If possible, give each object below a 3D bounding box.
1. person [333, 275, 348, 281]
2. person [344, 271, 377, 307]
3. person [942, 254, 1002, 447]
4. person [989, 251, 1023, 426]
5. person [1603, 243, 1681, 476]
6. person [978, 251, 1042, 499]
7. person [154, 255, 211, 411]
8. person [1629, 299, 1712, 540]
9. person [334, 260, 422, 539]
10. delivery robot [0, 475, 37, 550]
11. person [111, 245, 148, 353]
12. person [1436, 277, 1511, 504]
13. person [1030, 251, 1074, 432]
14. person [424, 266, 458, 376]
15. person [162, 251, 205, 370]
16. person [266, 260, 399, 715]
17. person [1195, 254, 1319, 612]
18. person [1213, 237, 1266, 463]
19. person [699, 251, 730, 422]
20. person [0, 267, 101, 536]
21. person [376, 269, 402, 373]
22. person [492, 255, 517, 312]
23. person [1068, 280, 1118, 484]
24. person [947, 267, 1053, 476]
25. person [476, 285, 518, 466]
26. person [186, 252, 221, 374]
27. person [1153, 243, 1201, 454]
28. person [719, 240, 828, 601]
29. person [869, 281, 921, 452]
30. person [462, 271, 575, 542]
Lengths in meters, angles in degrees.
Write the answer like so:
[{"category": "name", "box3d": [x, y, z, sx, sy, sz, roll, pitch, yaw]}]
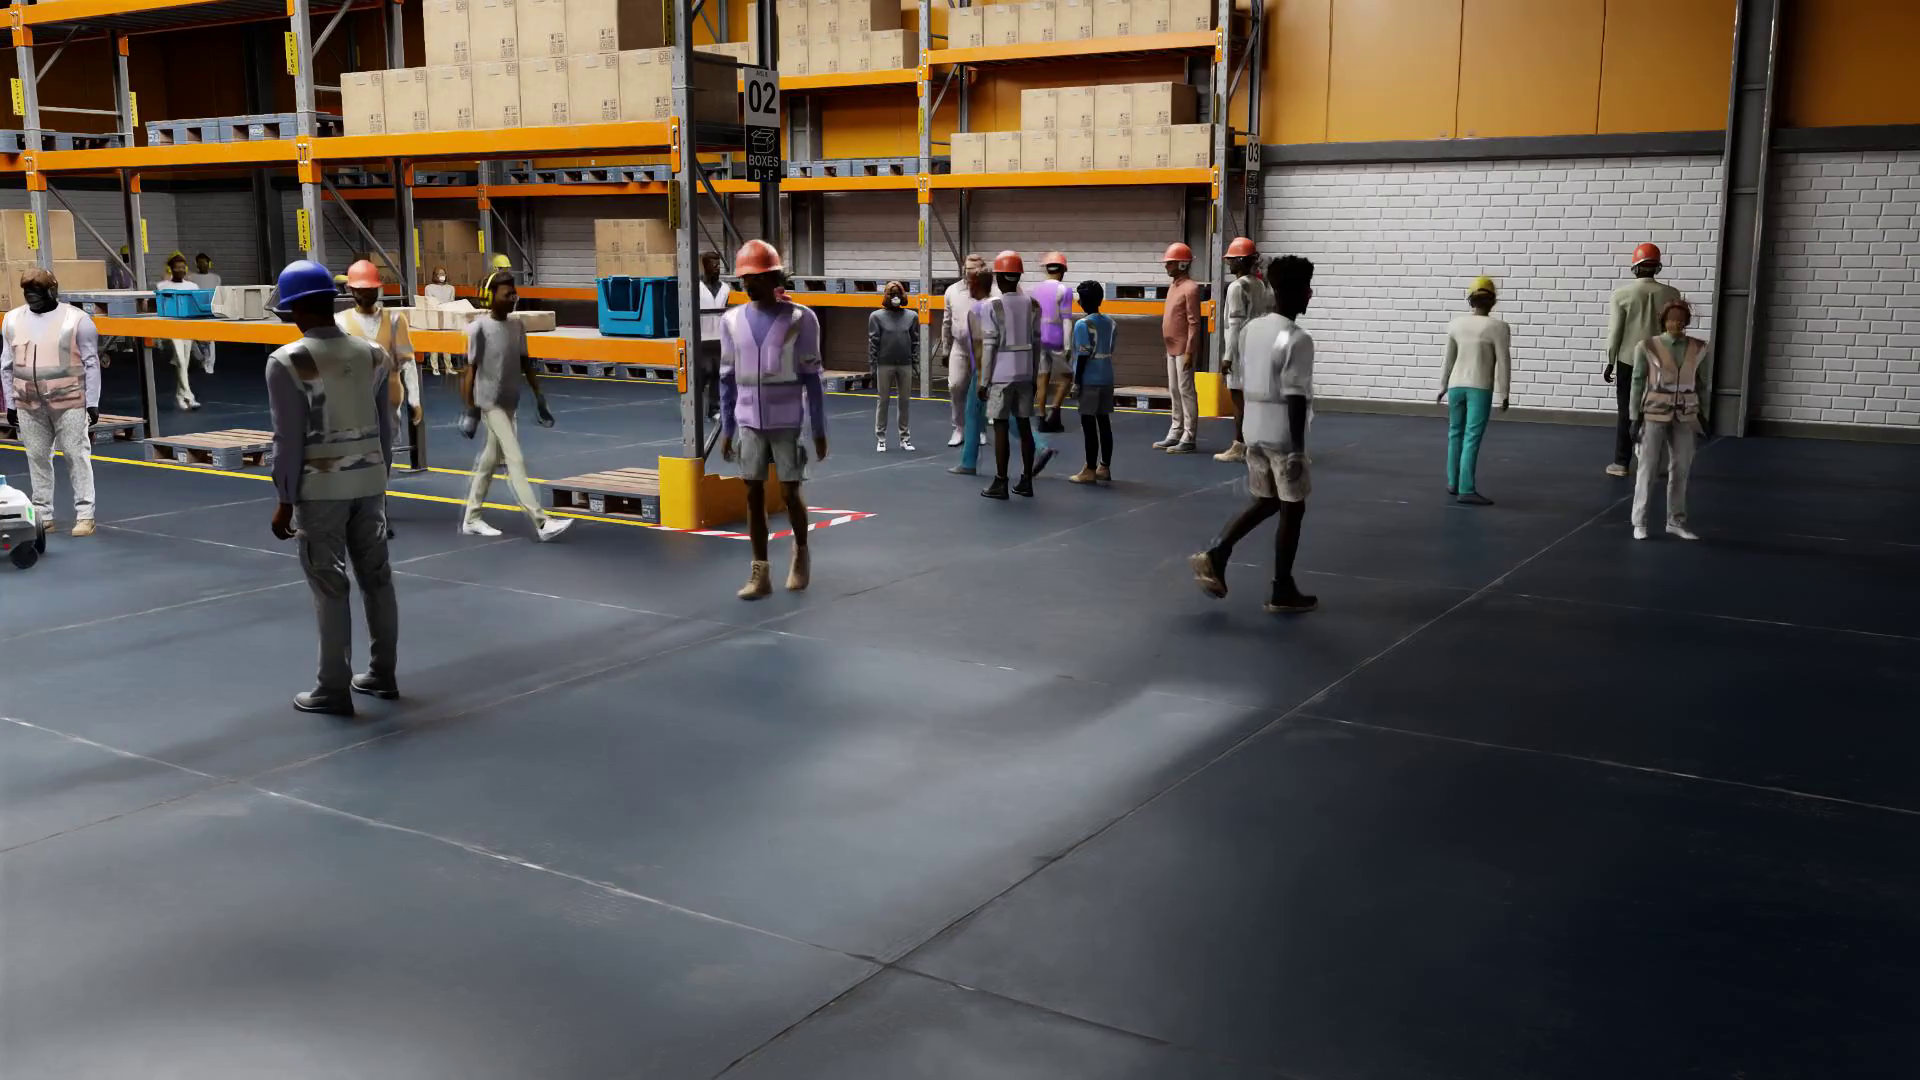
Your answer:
[{"category": "person", "box3d": [-5.701, -1.643, 15.701, 0.348, 1.694, 0.716, -6, 12, -32]}, {"category": "person", "box3d": [-6.790, -2.199, 18.793, 0.321, 1.689, 0.530, 5, 11, 24]}, {"category": "person", "box3d": [0.111, -1.844, 16.277, 0.678, 1.885, 0.654, 2, 11, 14]}, {"category": "person", "box3d": [0.514, -2.196, 18.169, 0.399, 1.908, 0.643, 5, 12, 28]}, {"category": "person", "box3d": [5.840, -1.540, 14.288, 0.612, 1.995, 0.393, 0, 10, 2]}, {"category": "person", "box3d": [0.377, -1.285, 13.039, 0.542, 1.938, 0.358, -6, 12, -31]}, {"category": "person", "box3d": [-9.139, -2.427, 19.641, 0.887, 1.833, 0.560, 9, 13, 39]}, {"category": "person", "box3d": [4.799, -0.796, 11.244, 0.567, 1.639, 0.310, 0, 10, 0]}, {"category": "person", "box3d": [-4.069, -0.991, 11.558, 0.565, 1.893, 0.987, -6, 12, -29]}, {"category": "delivery robot", "box3d": [-5.999, -0.163, 10.390, 0.477, 0.478, 0.707, -7, 12, -33]}, {"category": "person", "box3d": [-14.928, -4.330, 29.939, 0.588, 1.927, 0.370, -10, 14, -43]}, {"category": "person", "box3d": [3.998, -1.165, 12.950, 0.581, 1.731, 0.611, -9, 14, -42]}, {"category": "person", "box3d": [0.982, -2.081, 17.543, 0.559, 1.902, 0.447, 8, 13, 37]}, {"category": "person", "box3d": [-7.786, -3.292, 25.000, 0.280, 1.634, 0.498, 10, 14, 43]}, {"category": "person", "box3d": [-12.161, -3.590, 26.095, 1.009, 1.847, 0.628, 6, 12, 29]}, {"category": "person", "box3d": [-2.695, -0.221, 7.140, 0.410, 1.937, 0.603, 6, 12, 30]}, {"category": "person", "box3d": [1.648, -0.559, 8.966, 0.612, 1.952, 0.614, -5, 11, -24]}, {"category": "person", "box3d": [2.546, -1.721, 15.159, 0.371, 2.044, 0.608, 6, 12, 30]}, {"category": "person", "box3d": [-2.786, -2.244, 18.440, 0.459, 1.901, 0.623, 10, 14, 43]}, {"category": "person", "box3d": [-6.200, -0.931, 11.347, 0.634, 1.839, 0.429, -1, 10, -5]}, {"category": "person", "box3d": [-8.743, -3.296, 25.089, 0.653, 1.614, 0.509, 4, 11, 22]}, {"category": "person", "box3d": [-6.549, -3.164, 23.802, 0.420, 1.820, 0.598, 6, 12, 29]}, {"category": "person", "box3d": [1.104, -1.310, 13.856, 0.320, 1.692, 0.531, 8, 13, 36]}, {"category": "person", "box3d": [0.336, -1.425, 14.205, 0.893, 1.808, 0.579, 6, 12, 30]}, {"category": "person", "box3d": [-4.169, -1.481, 14.977, 0.313, 1.633, 0.517, 1, 10, 3]}, {"category": "person", "box3d": [-11.569, -3.481, 25.486, 0.533, 1.846, 0.824, -3, 11, -17]}, {"category": "person", "box3d": [2.085, -1.817, 15.825, 0.394, 1.994, 0.612, -2, 10, -13]}, {"category": "person", "box3d": [-1.053, -0.675, 9.473, 0.662, 2.025, 0.673, 3, 11, 16]}, {"category": "person", "box3d": [-0.625, -1.658, 15.946, 0.507, 1.632, 0.274, -3, 11, -18]}, {"category": "person", "box3d": [-3.018, -0.885, 11.190, 1.002, 1.809, 0.498, 4, 11, 20]}]
